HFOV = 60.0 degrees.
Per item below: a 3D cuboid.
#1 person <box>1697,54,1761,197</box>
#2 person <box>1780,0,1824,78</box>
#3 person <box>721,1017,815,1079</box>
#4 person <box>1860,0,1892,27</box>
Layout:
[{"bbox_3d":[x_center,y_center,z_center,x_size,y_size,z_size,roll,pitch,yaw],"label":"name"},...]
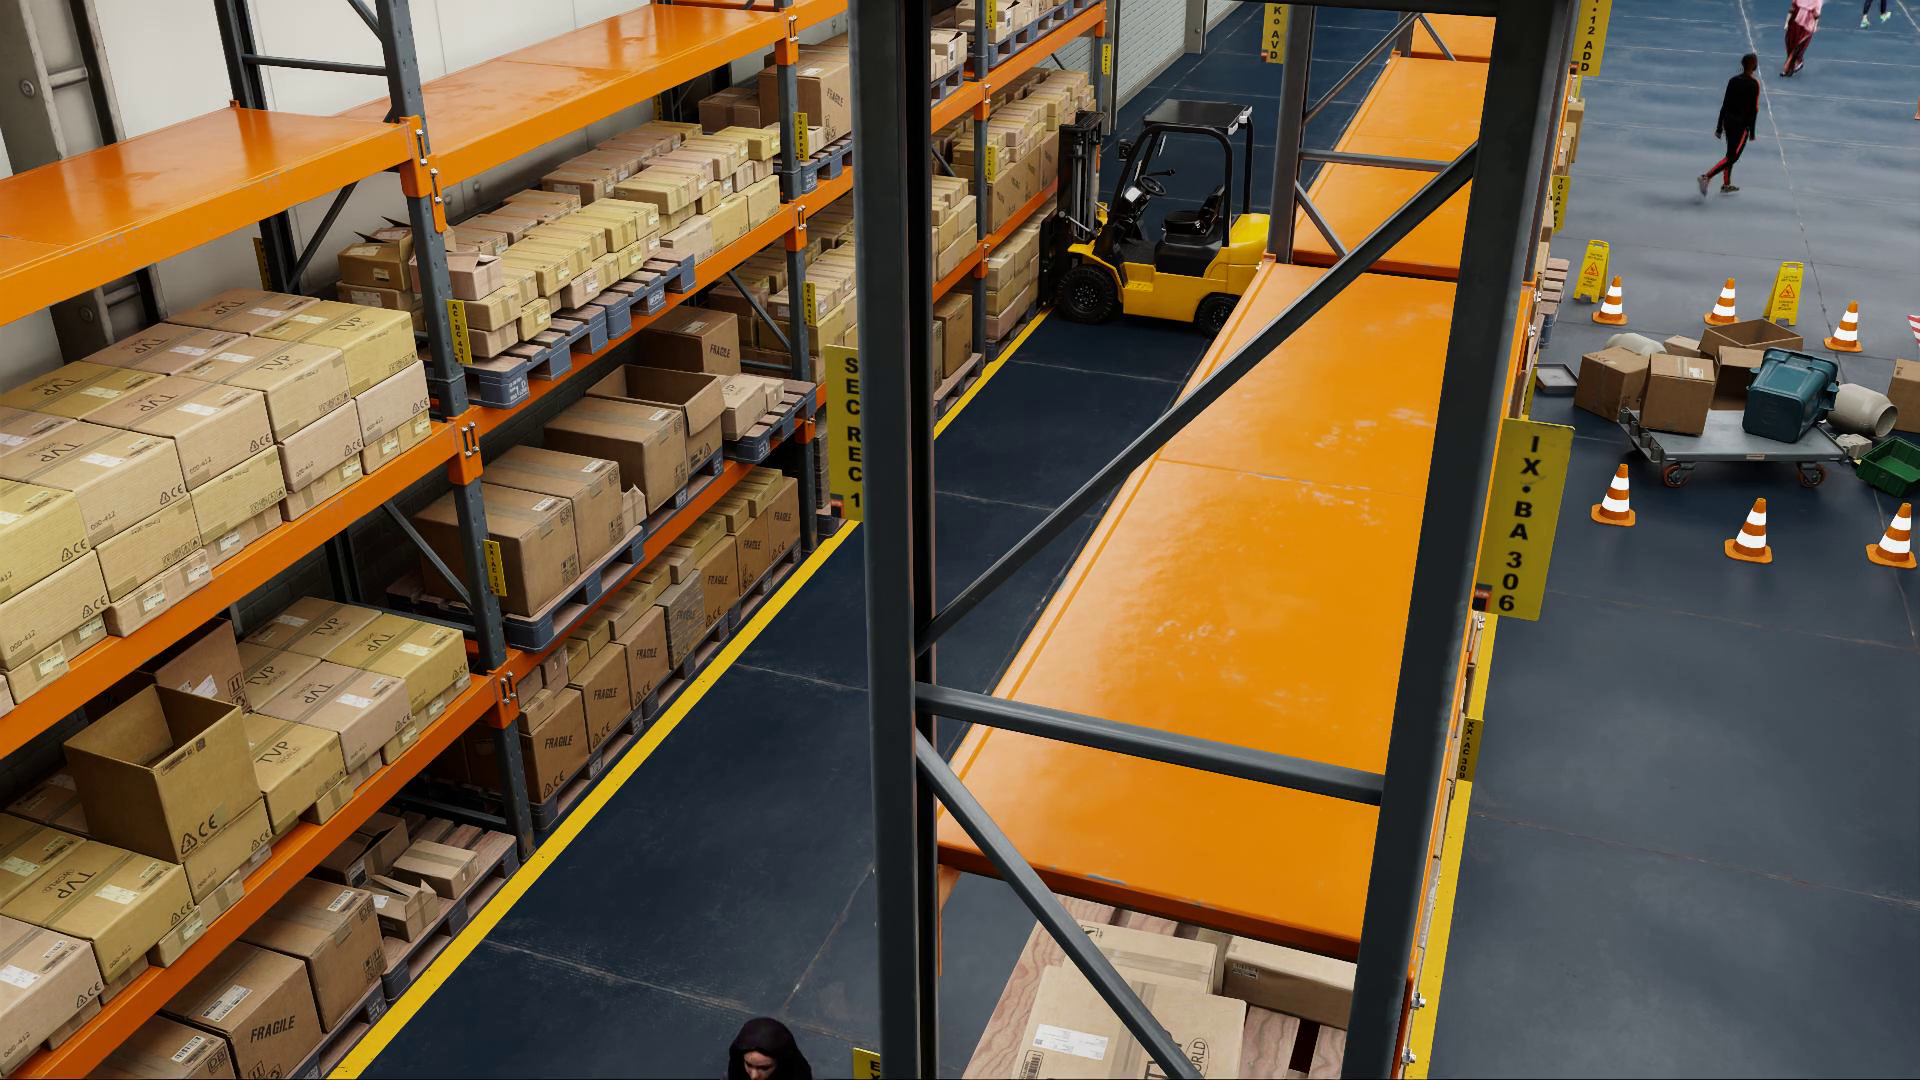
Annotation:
[{"bbox_3d":[9.773,-5.218,21.065,1.104,1.786,1.083,-11,30,-19],"label":"person"},{"bbox_3d":[13.856,-8.441,27.316,1.166,1.599,0.965,-22,35,-35],"label":"person"},{"bbox_3d":[-0.698,2.499,6.623,0.664,1.741,0.893,7,29,13],"label":"person"},{"bbox_3d":[17.053,-10.385,30.900,1.202,1.662,0.999,-21,35,-34],"label":"person"}]
